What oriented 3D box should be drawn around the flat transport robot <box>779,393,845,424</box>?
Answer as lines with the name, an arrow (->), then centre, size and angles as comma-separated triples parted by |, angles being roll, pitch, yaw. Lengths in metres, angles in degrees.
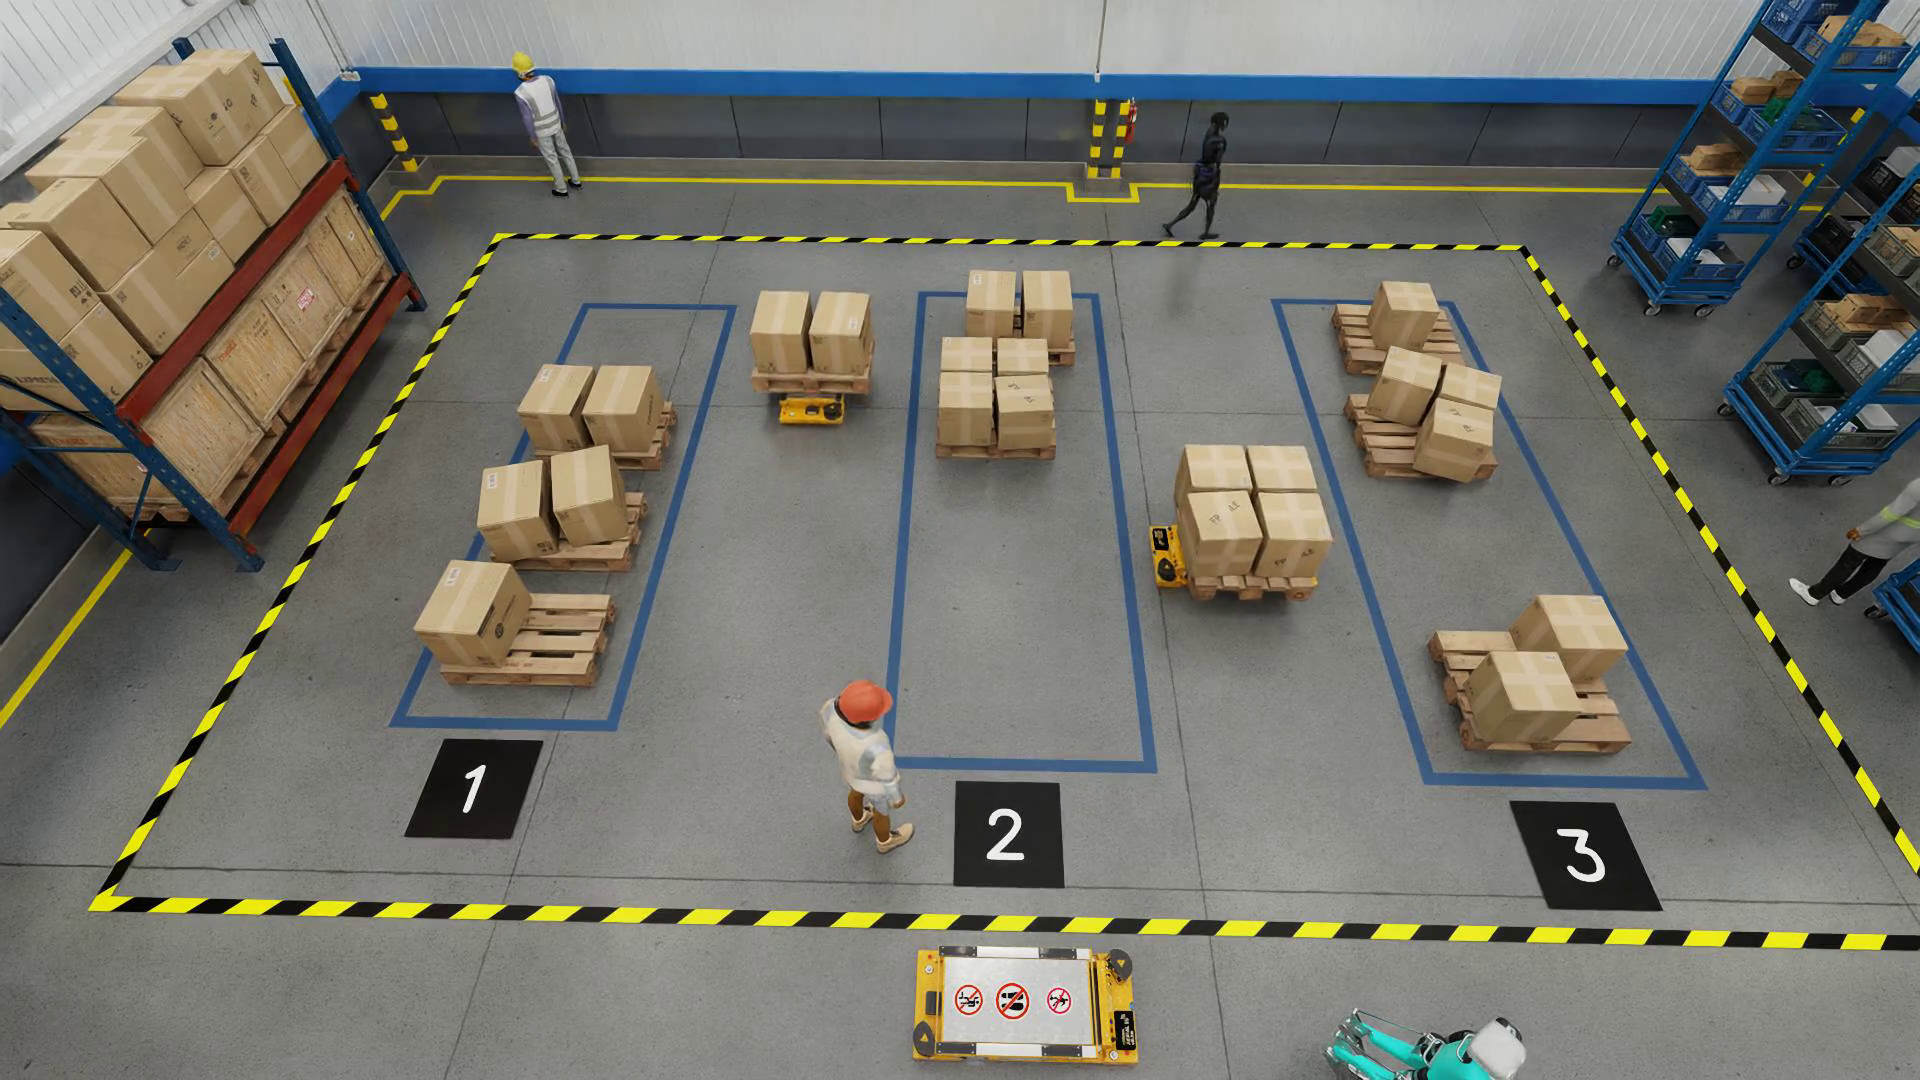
flat transport robot -> -1.541, -1.823, 9.953 | 0.652, 0.197, 1.431 | 1, 51, 1

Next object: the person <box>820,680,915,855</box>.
person -> -0.596, 1.516, 6.108 | 0.614, 2.040, 0.372 | 36, 59, 26

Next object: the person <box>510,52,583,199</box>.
person -> -5.347, -5.331, 11.819 | 0.404, 1.836, 0.599 | 24, 55, 19

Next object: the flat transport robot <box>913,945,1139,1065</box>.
flat transport robot -> 0.422, 3.041, 6.007 | 1.431, 0.231, 0.659 | 1, 51, 1

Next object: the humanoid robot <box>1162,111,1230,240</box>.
humanoid robot -> 2.956, -4.412, 11.204 | 0.735, 1.651, 0.603 | -7, 51, -6

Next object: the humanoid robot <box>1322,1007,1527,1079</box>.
humanoid robot -> 2.442, 2.846, 5.132 | 0.533, 1.677, 0.735 | -35, 59, -25

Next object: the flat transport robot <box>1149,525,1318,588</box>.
flat transport robot -> 2.489, 0.119, 8.371 | 1.431, 0.197, 0.652 | 1, 51, 1

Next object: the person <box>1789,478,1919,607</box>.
person -> 7.695, -0.114, 7.557 | 0.596, 1.849, 0.395 | 1, 51, 0
